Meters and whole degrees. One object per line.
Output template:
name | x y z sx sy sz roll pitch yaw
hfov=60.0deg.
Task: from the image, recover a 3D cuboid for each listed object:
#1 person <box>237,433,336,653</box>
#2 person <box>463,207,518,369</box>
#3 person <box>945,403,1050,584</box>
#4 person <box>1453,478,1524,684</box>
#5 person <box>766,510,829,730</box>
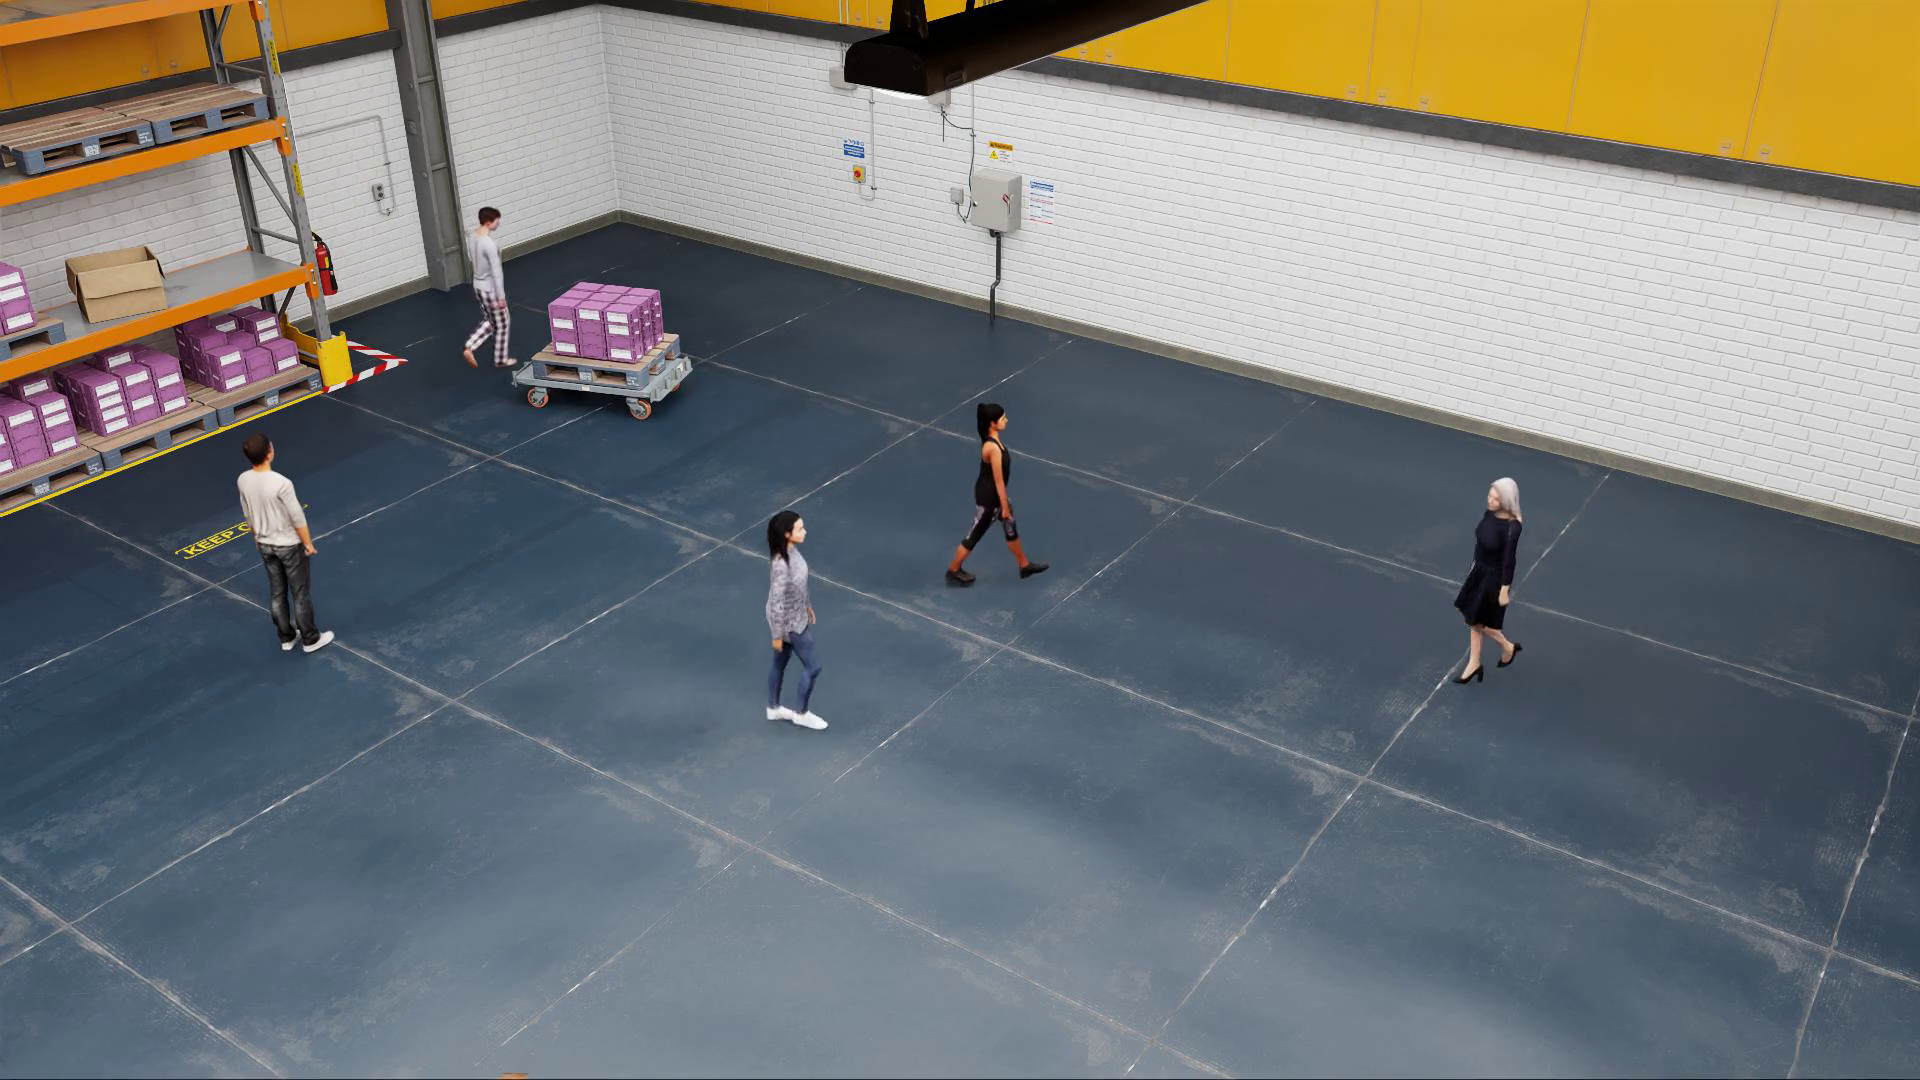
person | -5.181 0.025 12.671 0.716 1.812 0.667 7 29 12
person | -5.019 -2.596 17.477 0.758 1.811 0.889 22 36 35
person | 0.176 -0.336 13.536 1.098 1.617 1.103 -2 29 -3
person | 3.979 0.315 12.221 0.888 1.733 0.844 -1 29 -2
person | -1.305 0.569 11.775 0.840 1.715 0.780 -2 29 -3
